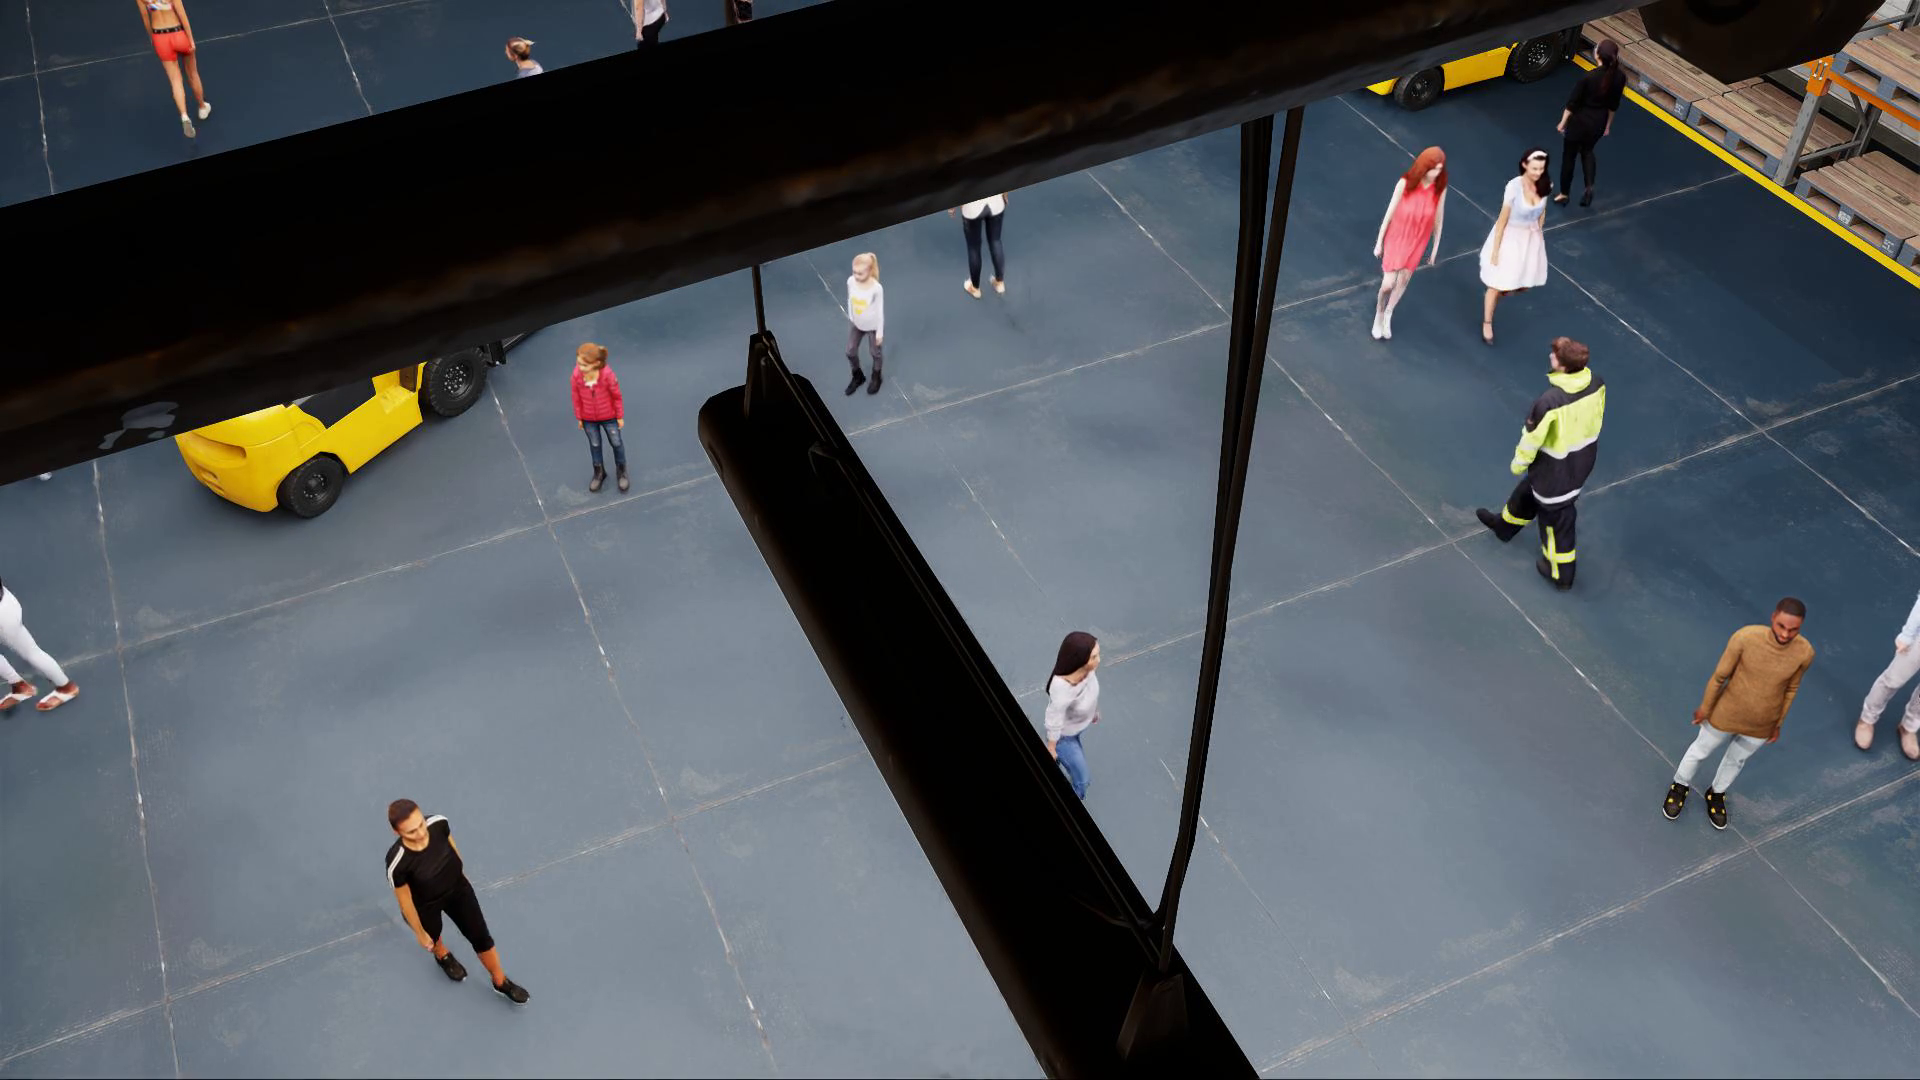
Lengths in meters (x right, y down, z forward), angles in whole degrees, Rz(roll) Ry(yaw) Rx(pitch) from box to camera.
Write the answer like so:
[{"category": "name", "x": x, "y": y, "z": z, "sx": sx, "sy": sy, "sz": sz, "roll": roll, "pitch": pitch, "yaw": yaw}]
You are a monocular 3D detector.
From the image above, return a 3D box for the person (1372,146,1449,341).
[{"category": "person", "x": 3.591, "y": -2.433, "z": 13.450, "sx": 0.734, "sy": 1.810, "sz": 0.749, "roll": -1, "pitch": 44, "yaw": -1}]

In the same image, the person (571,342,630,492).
[{"category": "person", "x": -2.644, "y": -0.927, "z": 12.228, "sx": 0.579, "sy": 1.315, "sz": 0.599, "roll": 0, "pitch": 44, "yaw": 0}]

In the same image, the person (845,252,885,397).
[{"category": "person", "x": -0.700, "y": -1.735, "z": 13.109, "sx": 0.619, "sy": 1.269, "sz": 0.680, "roll": 17, "pitch": 46, "yaw": 17}]

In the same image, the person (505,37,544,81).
[{"category": "person", "x": -3.763, "y": -3.764, "z": 15.006, "sx": 0.976, "sy": 1.590, "sz": 0.954, "roll": 10, "pitch": 44, "yaw": 10}]

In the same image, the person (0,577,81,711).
[{"category": "person", "x": -5.988, "y": 0.445, "z": 10.502, "sx": 0.762, "sy": 1.709, "sz": 0.730, "roll": -32, "pitch": 52, "yaw": -29}]

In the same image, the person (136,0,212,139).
[{"category": "person", "x": -7.529, "y": -4.707, "z": 15.868, "sx": 0.683, "sy": 1.767, "sz": 1.082, "roll": -11, "pitch": 45, "yaw": -11}]

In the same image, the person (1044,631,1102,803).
[{"category": "person", "x": 0.553, "y": 1.106, "z": 9.879, "sx": 0.867, "sy": 1.611, "sz": 0.806, "roll": 17, "pitch": 46, "yaw": 17}]

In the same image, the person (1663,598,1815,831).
[{"category": "person", "x": 4.632, "y": 1.008, "z": 9.833, "sx": 0.723, "sy": 1.816, "sz": 0.757, "roll": 10, "pitch": 45, "yaw": 10}]

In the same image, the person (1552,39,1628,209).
[{"category": "person", "x": 5.613, "y": -3.637, "z": 14.829, "sx": 0.687, "sy": 1.650, "sz": 0.764, "roll": -7, "pitch": 44, "yaw": -7}]

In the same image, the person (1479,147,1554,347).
[{"category": "person", "x": 4.422, "y": -2.397, "z": 13.421, "sx": 0.750, "sy": 1.798, "sz": 0.836, "roll": -10, "pitch": 44, "yaw": -10}]

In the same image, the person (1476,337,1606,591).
[{"category": "person", "x": 4.145, "y": -0.490, "z": 11.328, "sx": 0.959, "sy": 1.924, "sz": 1.209, "roll": -22, "pitch": 48, "yaw": -22}]

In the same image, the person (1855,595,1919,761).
[{"category": "person", "x": 6.025, "y": 0.590, "z": 10.220, "sx": 0.748, "sy": 1.889, "sz": 0.783, "roll": 9, "pitch": 44, "yaw": 9}]

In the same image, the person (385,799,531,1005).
[{"category": "person", "x": -2.904, "y": 1.897, "z": 9.026, "sx": 1.020, "sy": 1.642, "sz": 0.857, "roll": 27, "pitch": 50, "yaw": 26}]
